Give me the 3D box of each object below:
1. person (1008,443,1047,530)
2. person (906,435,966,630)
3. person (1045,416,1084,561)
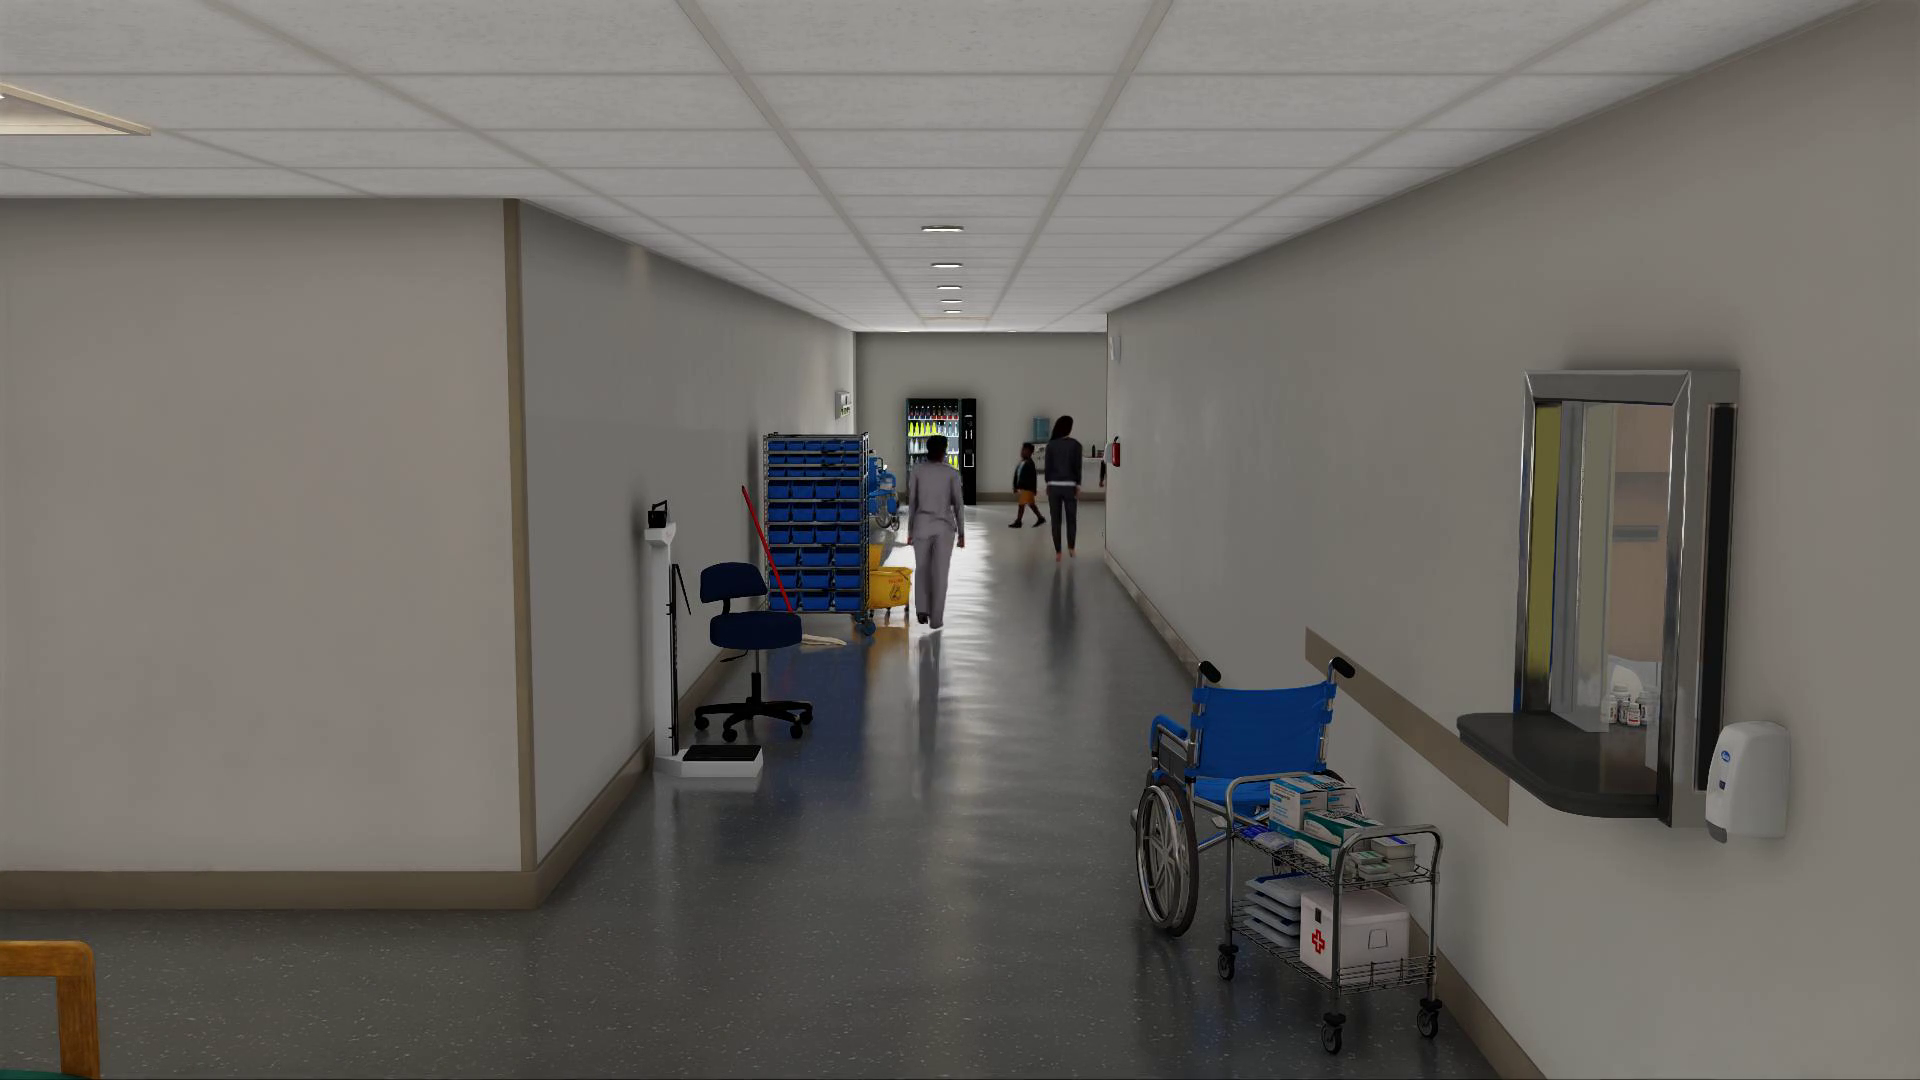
[{"bbox_3d":[1.026,-0.780,24.243,0.945,1.249,0.721,-2,6,-23],"label":"person"},{"bbox_3d":[-0.249,-0.061,14.741,0.659,1.720,0.791,1,6,11],"label":"person"},{"bbox_3d":[1.240,-0.613,20.136,0.887,1.738,0.713,0,6,4],"label":"person"}]
